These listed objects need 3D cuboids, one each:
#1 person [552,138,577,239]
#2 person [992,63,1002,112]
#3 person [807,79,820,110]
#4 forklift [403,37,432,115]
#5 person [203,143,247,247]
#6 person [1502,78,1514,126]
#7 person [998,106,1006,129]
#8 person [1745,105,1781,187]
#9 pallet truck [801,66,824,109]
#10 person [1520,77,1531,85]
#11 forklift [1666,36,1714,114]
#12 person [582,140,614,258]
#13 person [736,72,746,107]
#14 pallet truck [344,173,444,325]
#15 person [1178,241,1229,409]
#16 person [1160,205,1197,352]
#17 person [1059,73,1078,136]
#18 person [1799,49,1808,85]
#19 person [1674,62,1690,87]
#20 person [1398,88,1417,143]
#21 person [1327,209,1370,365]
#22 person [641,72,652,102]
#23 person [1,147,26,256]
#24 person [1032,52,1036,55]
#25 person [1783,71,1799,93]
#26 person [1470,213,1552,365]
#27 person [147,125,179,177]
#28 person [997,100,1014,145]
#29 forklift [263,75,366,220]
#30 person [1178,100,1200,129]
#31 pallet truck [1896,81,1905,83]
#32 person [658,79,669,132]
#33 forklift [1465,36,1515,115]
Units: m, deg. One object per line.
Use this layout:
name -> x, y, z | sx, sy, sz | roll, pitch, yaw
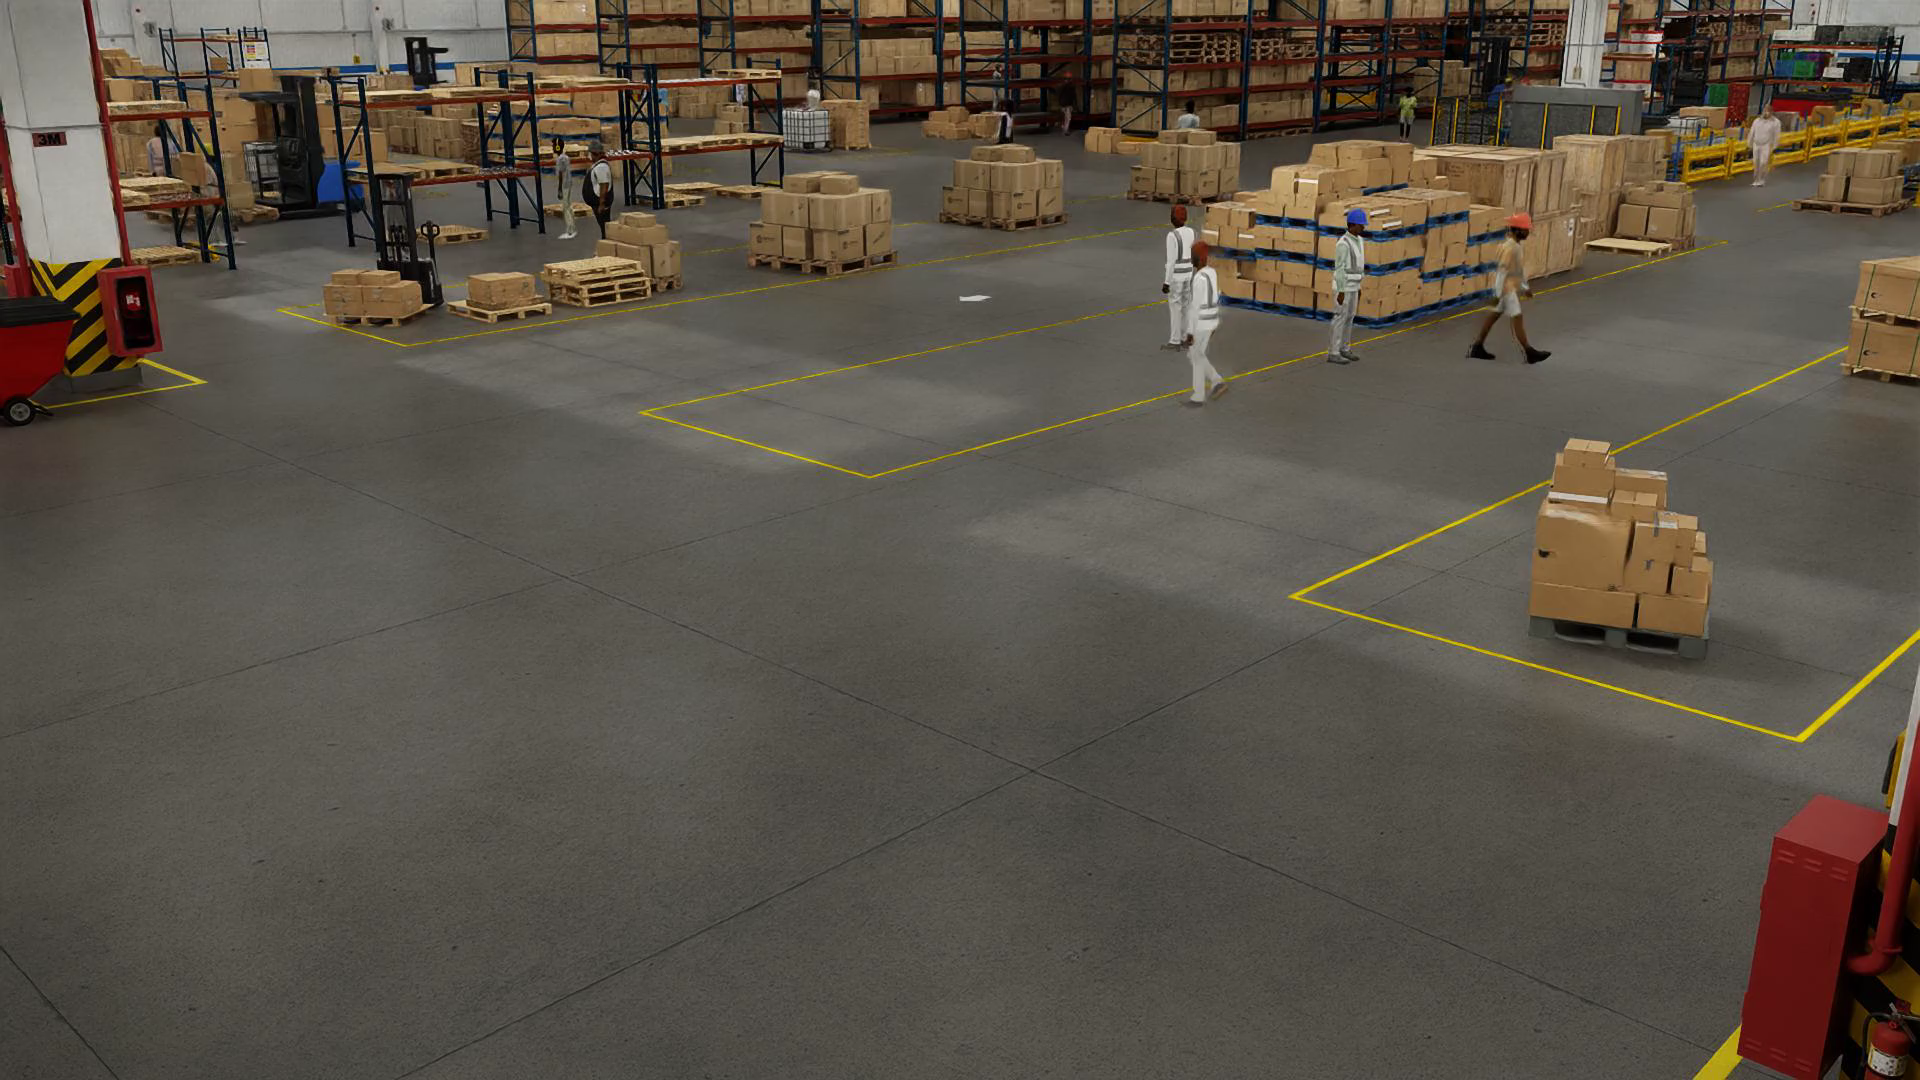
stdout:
person -> -7.468, -6.614, 31.317 | 0.327, 1.861, 0.507 | 0, 18, 0
person -> 1.354, -16.362, 60.550 | 0.355, 1.937, 0.635 | 2, 19, 7
person -> -4.459, -12.982, 50.415 | 0.869, 1.911, 0.636 | 6, 19, 17
forklift -> -19.968, -17.103, 61.309 | 1.129, 2.768, 1.873 | 12, 22, 33
person -> -13.387, -6.229, 30.106 | 0.755, 1.878, 0.638 | 2, 18, 5
person -> 18.008, -14.256, 54.556 | 0.348, 1.709, 0.617 | -7, 20, -20
person -> 1.209, -10.515, 43.442 | 0.615, 1.619, 0.523 | 5, 19, 15
person -> 19.041, -9.359, 39.531 | 0.590, 1.884, 0.647 | -15, 23, -38
pallet truck -> -4.812, -15.182, 56.903 | 0.823, 1.965, 1.885 | -9, 21, -26
person -> 16.980, -12.899, 50.046 | 1.032, 1.994, 0.623 | -13, 22, -34
forklift -> 27.341, -17.291, 61.877 | 1.129, 2.768, 1.873 | 17, 25, 41
person -> -6.271, -5.890, 28.839 | 0.536, 2.000, 0.676 | -4, 19, -11
person -> -7.263, -14.663, 55.449 | 0.374, 1.928, 0.542 | -8, 20, -22
pallet truck -> -8.209, -4.181, 23.757 | 0.823, 1.965, 1.885 | 3, 19, 9
person -> 2.725, -2.380, 18.539 | 0.469, 1.873, 0.680 | 7, 20, 19
person -> 2.833, -3.389, 21.551 | 0.342, 1.881, 0.579 | 16, 24, 40
person -> 3.504, -13.875, 53.013 | 0.672, 1.974, 0.621 | -16, 24, -40
person -> 41.201, -23.118, 81.251 | 0.534, 1.724, 0.910 | 17, 25, 42
person -> 27.703, -17.439, 63.898 | 0.814, 1.874, 0.647 | -10, 21, -28
person -> 13.550, -12.867, 50.449 | 0.552, 1.648, 0.843 | 6, 19, 17
person -> 4.870, -3.172, 20.820 | 0.415, 1.940, 0.601 | 12, 22, 32
person -> -11.262, -15.990, 59.827 | 0.388, 1.680, 0.544 | 13, 22, 34
person -> -16.630, -6.040, 29.544 | 0.632, 1.900, 0.936 | 9, 20, 25
person -> 3.347, -21.117, 75.064 | 0.631, 1.822, 0.733 | -6, 19, -16
person -> 33.840, -18.647, 67.681 | 0.611, 1.789, 0.786 | 9, 20, 25
person -> 6.956, -3.145, 20.831 | 1.028, 1.869, 0.552 | 8, 20, 24
person -> -16.644, -7.768, 34.841 | 0.638, 1.820, 0.634 | -2, 18, -6
person -> 1.087, -10.154, 41.966 | 0.985, 1.874, 0.604 | 4, 19, 11
forklift -> -13.481, -8.134, 34.288 | 1.129, 2.768, 1.873 | 17, 25, 41
person -> 5.591, -9.718, 40.505 | 0.643, 1.952, 0.419 | 16, 24, 39
pallet truck -> 34.802, -16.331, 61.455 | 0.653, 1.274, 1.630 | 17, 25, 41
person -> -9.732, -14.190, 54.387 | 0.321, 1.695, 0.529 | 5, 19, 15
forklift -> 19.973, -17.201, 61.605 | 1.873, 2.768, 1.129 | 16, 24, 40
